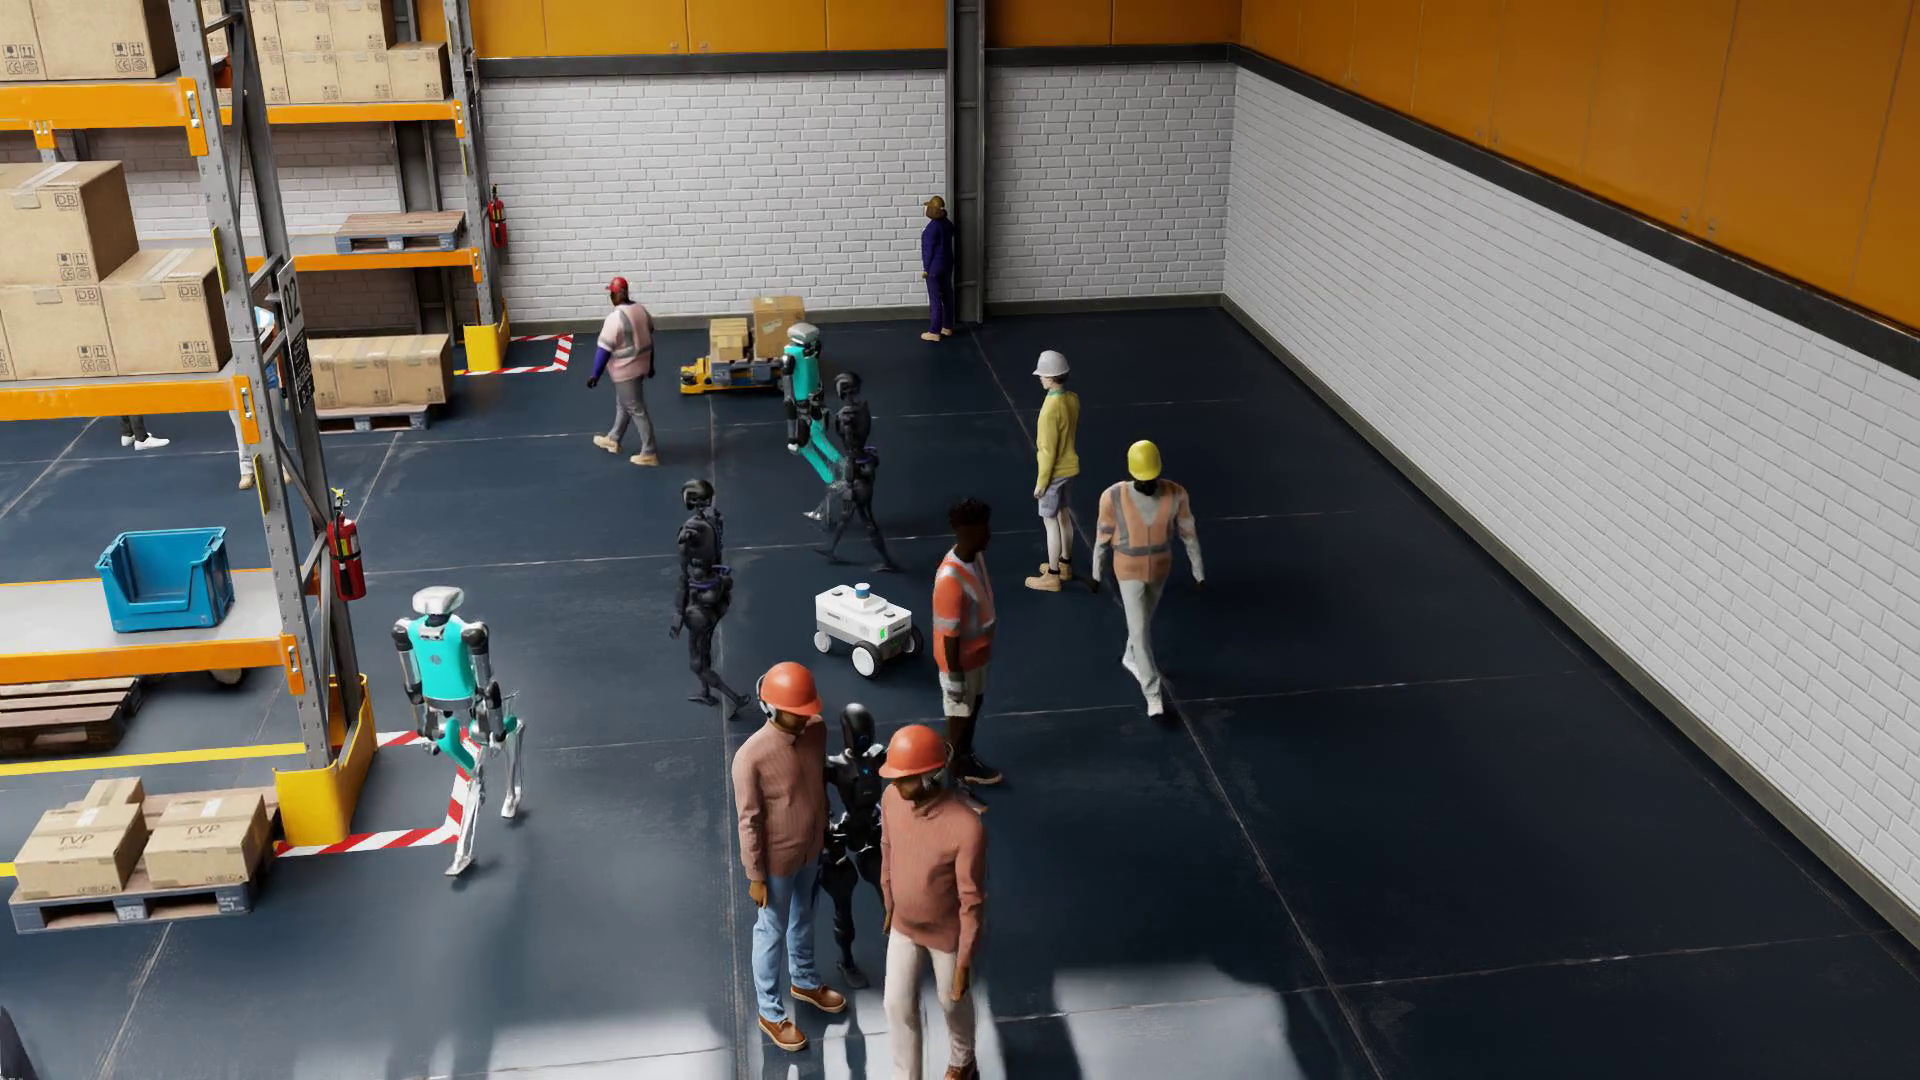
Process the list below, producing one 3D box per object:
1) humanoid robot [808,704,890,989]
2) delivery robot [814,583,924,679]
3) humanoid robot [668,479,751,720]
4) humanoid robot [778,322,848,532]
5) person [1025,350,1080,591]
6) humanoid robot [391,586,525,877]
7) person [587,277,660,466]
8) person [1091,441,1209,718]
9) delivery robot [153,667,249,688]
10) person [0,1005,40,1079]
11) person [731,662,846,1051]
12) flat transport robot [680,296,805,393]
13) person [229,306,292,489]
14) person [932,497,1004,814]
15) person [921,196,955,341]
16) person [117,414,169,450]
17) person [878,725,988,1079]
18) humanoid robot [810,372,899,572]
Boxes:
[{"bbox_3d":[-0.493,1.536,8.156,0.608,1.641,0.488,-13,27,-28],"label":"humanoid robot"},{"bbox_3d":[-0.661,0.608,11.680,0.811,0.613,0.499,20,30,37],"label":"delivery robot"},{"bbox_3d":[-1.623,0.373,10.803,0.569,1.640,0.590,8,25,18],"label":"humanoid robot"},{"bbox_3d":[-1.101,-0.858,13.554,0.630,1.820,0.542,11,26,24],"label":"humanoid robot"},{"bbox_3d":[0.726,-0.517,12.567,0.388,1.887,0.470,13,27,27],"label":"person"},{"bbox_3d":[-2.744,0.963,9.437,0.533,1.765,1.048,3,24,7],"label":"humanoid robot"},{"bbox_3d":[-3.111,-1.526,15.064,0.846,1.711,0.638,9,25,19],"label":"person"},{"bbox_3d":[1.263,0.218,10.902,0.719,1.860,0.971,-5,24,-11],"label":"person"},{"bbox_3d":[-5.217,0.672,11.475,0.739,0.566,0.499,0,24,0],"label":"delivery robot"},{"bbox_3d":[-3.702,2.294,6.376,0.910,1.713,0.767,-18,30,-35],"label":"person"},{"bbox_3d":[-0.804,1.472,7.904,0.380,1.991,0.608,15,28,30],"label":"person"},{"bbox_3d":[-2.193,-1.745,17.371,1.431,0.231,0.659,-3,24,-7],"label":"flat transport robot"},{"bbox_3d":[-6.187,-1.356,14.530,0.620,1.844,0.429,-6,24,-14],"label":"person"},{"bbox_3d":[0.032,0.669,9.777,0.376,1.957,0.635,7,25,15],"label":"person"},{"bbox_3d":[-0.259,-3.057,18.672,0.334,1.623,0.448,15,28,31],"label":"person"},{"bbox_3d":[-7.750,-1.758,15.405,0.514,1.876,0.327,17,29,34],"label":"person"},{"bbox_3d":[-0.134,1.721,7.369,0.675,1.952,0.686,17,29,34],"label":"person"},{"bbox_3d":[-0.847,-0.506,12.835,0.729,1.636,0.612,2,24,5],"label":"humanoid robot"}]
